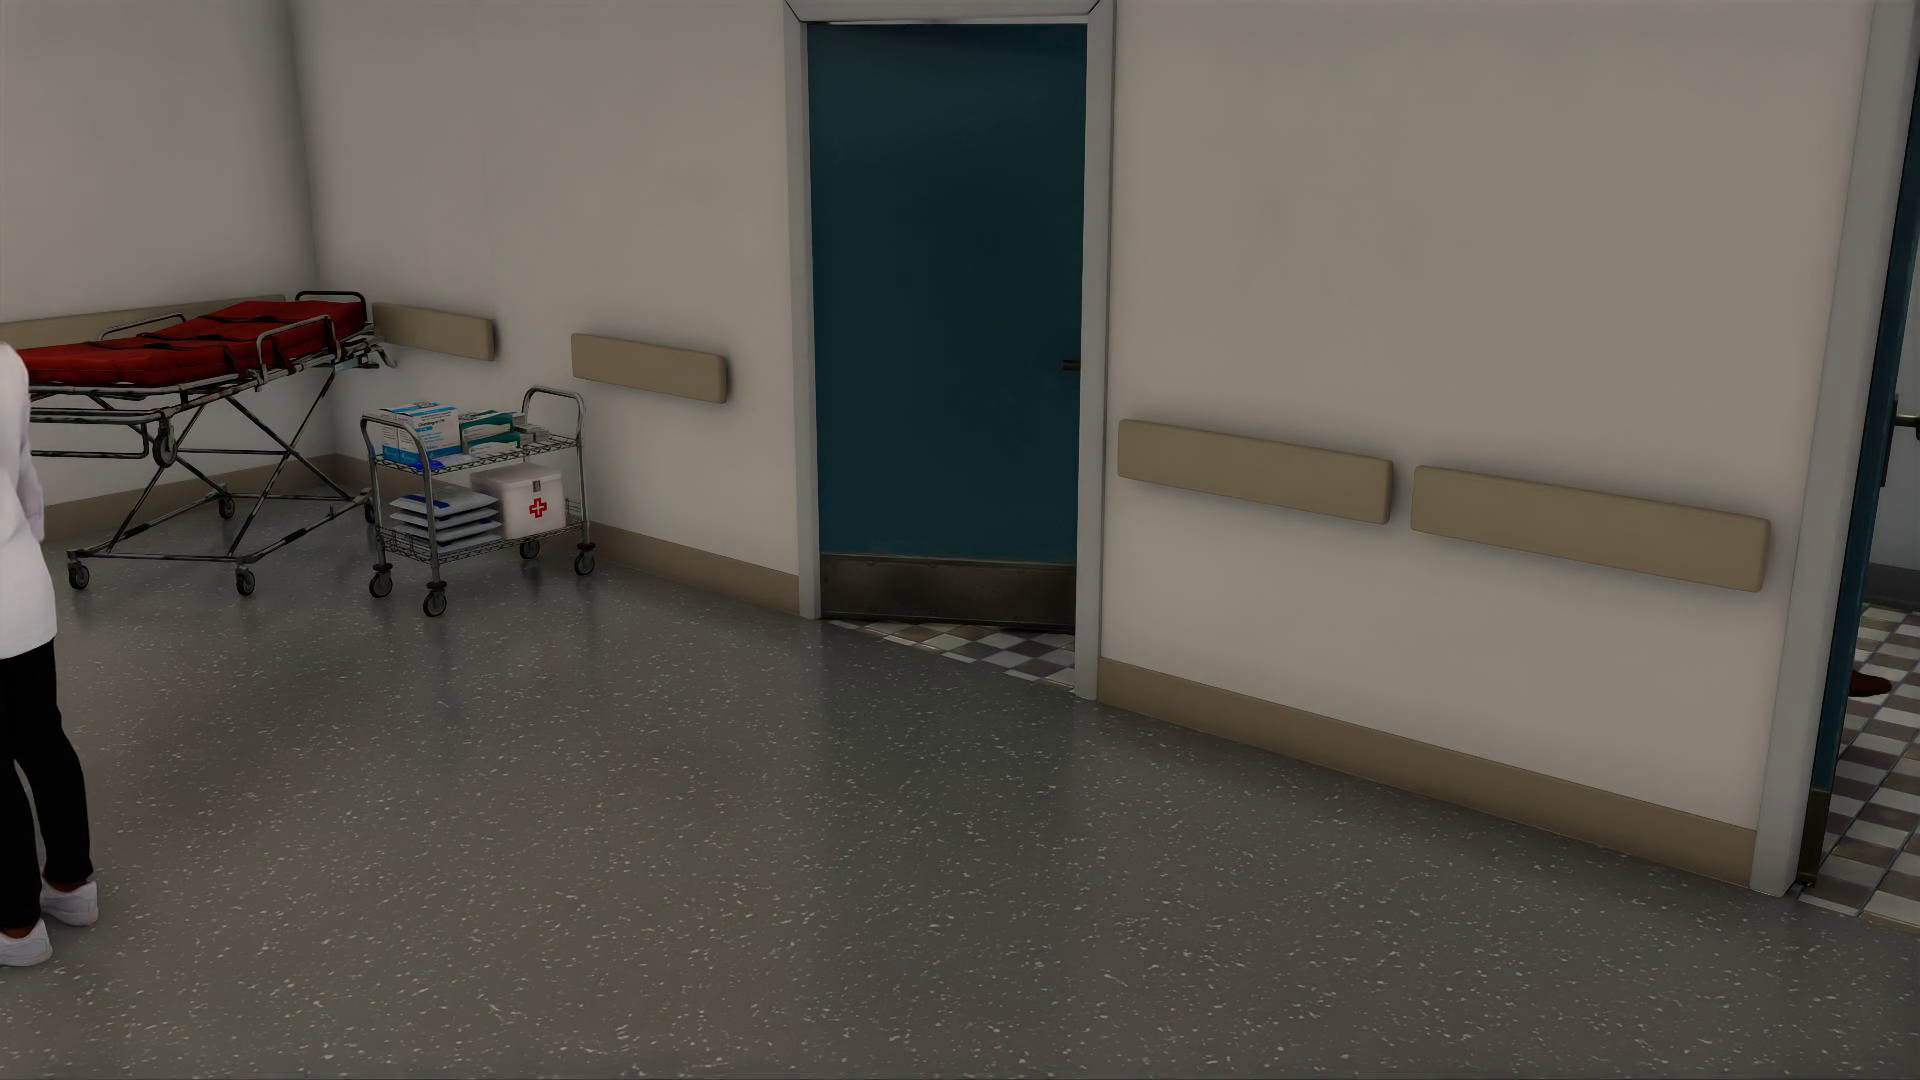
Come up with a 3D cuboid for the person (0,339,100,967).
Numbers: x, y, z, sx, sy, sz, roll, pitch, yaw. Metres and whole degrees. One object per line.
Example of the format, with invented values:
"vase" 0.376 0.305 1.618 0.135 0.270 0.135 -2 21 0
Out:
"person" -2.277 0.108 3.837 0.720 1.810 0.715 3 16 10
